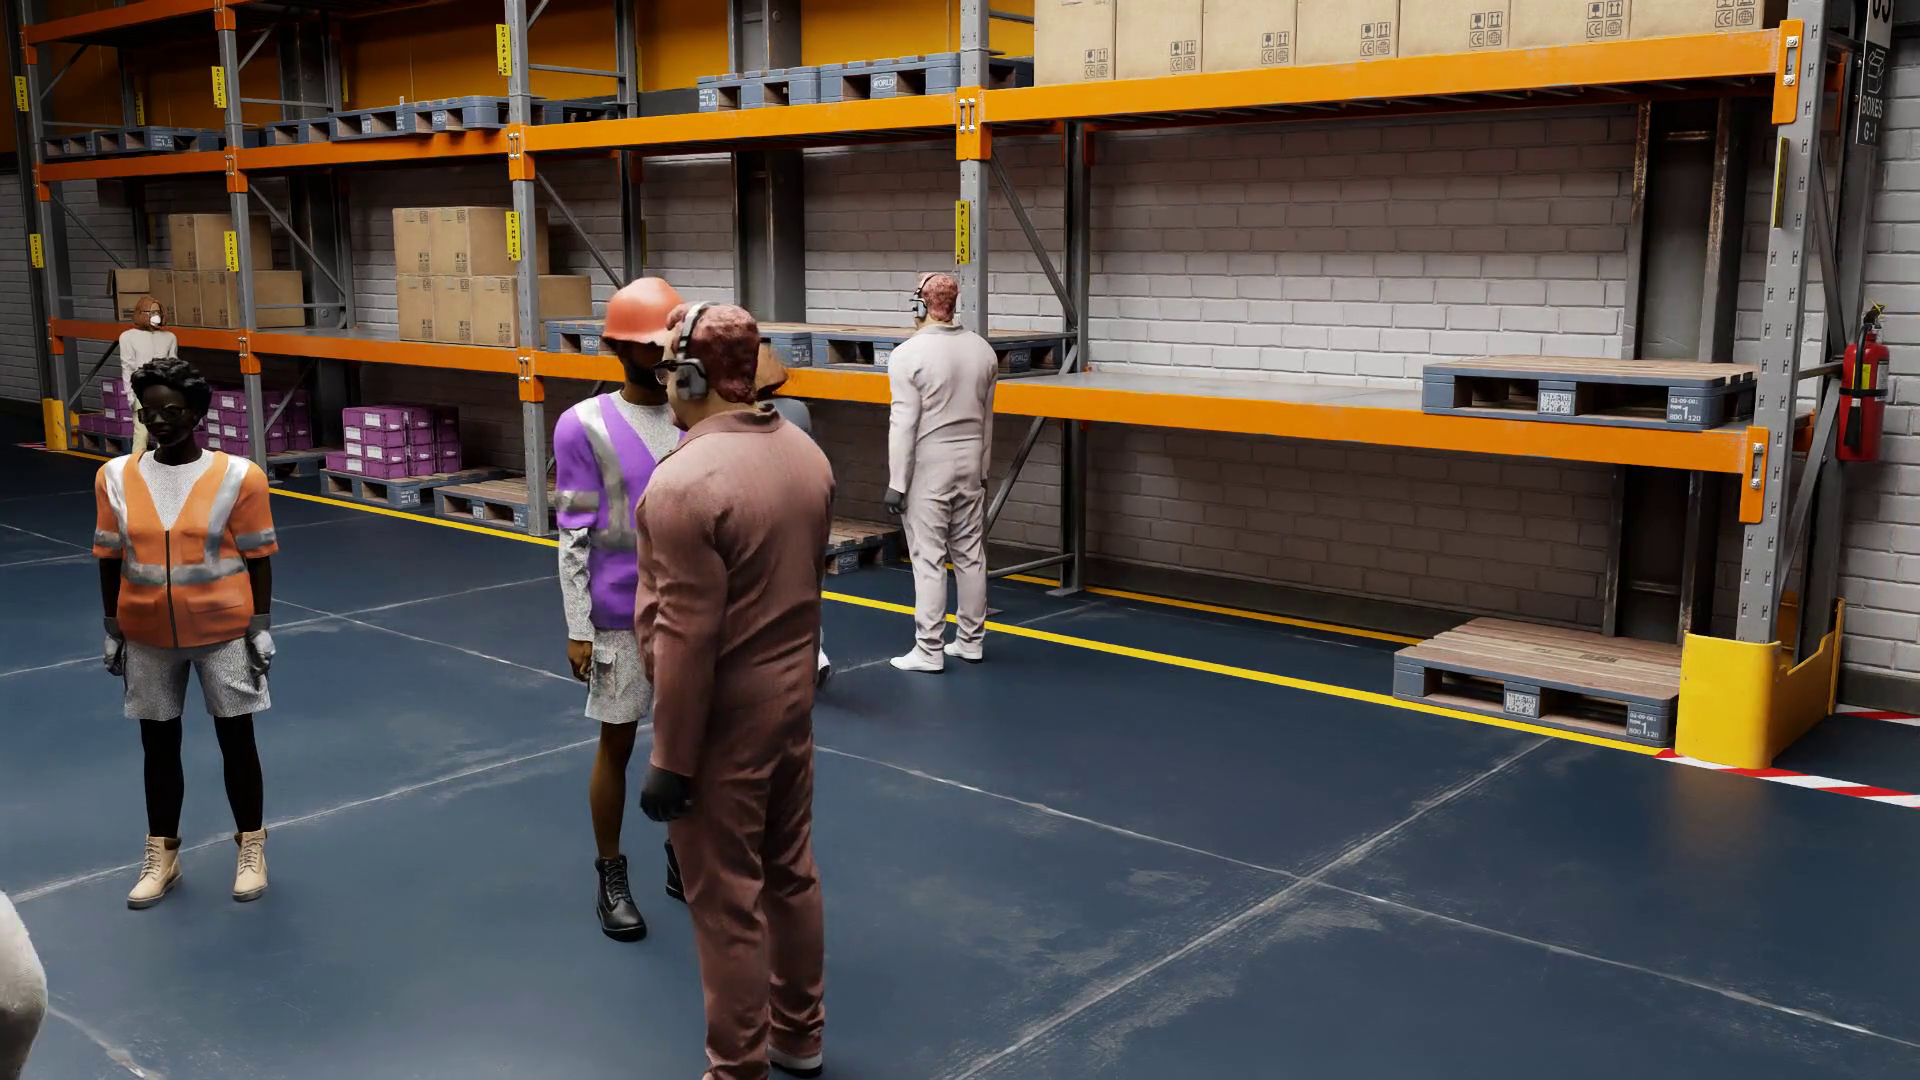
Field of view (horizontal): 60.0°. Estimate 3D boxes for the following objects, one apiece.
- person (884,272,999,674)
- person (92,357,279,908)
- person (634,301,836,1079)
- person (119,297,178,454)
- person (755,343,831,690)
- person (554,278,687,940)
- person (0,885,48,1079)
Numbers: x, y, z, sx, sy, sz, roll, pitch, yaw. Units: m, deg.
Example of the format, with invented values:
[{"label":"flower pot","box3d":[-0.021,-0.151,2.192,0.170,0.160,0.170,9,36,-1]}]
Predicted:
[{"label":"person","box3d":[-0.117,-0.316,7.963,0.643,1.910,0.400,-9,13,-42]},{"label":"person","box3d":[-2.375,0.287,5.127,0.532,1.697,0.319,-2,10,-9]},{"label":"person","box3d":[-0.543,0.408,3.848,0.403,1.904,0.652,4,11,23]},{"label":"person","box3d":[-6.675,-1.193,13.763,0.271,1.629,0.501,7,12,34]},{"label":"person","box3d":[-0.835,-0.066,7.333,0.361,1.617,0.517,9,13,42]},{"label":"person","box3d":[-0.902,0.203,4.923,0.553,1.934,0.366,-8,13,-37]},{"label":"person","box3d":[-2.037,0.662,3.210,0.454,1.623,0.527,0,10,-3]}]
